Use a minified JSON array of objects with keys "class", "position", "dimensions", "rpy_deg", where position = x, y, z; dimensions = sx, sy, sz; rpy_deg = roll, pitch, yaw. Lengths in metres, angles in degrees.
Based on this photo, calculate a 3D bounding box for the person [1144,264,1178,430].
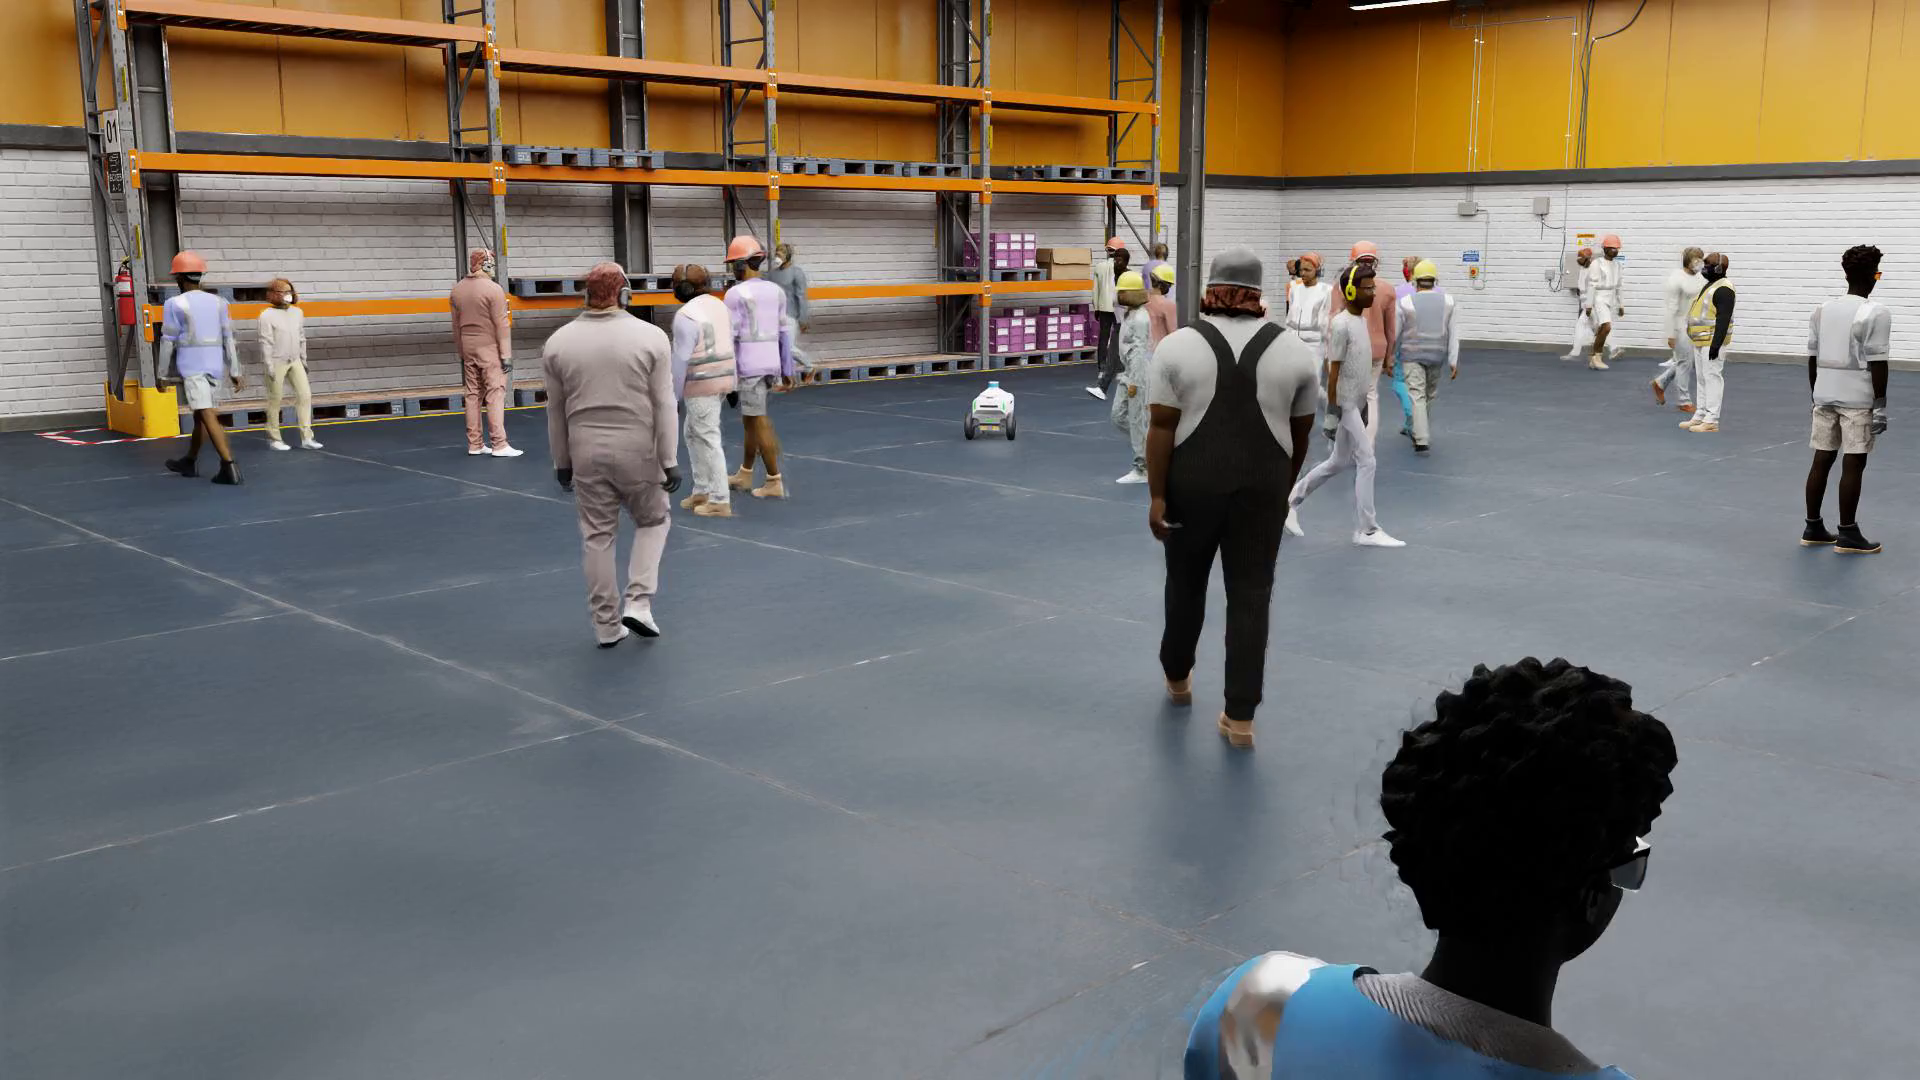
[{"class":"person","position":[1.877,-1.803,16.183],"dimensions":[0.567,1.733,0.442],"rpy_deg":[10,15,44]}]

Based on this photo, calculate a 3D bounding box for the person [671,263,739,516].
[{"class":"person","position":[-1.924,-1.078,12.010],"dimensions":[0.622,1.819,0.636],"rpy_deg":[3,11,17]}]

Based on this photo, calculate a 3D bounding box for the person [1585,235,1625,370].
[{"class":"person","position":[9.694,-3.537,24.864],"dimensions":[0.630,2.020,0.613],"rpy_deg":[-6,12,-31]}]

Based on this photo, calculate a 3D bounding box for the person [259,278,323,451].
[{"class":"person","position":[-6.274,-1.630,15.567],"dimensions":[0.661,1.610,0.545],"rpy_deg":[5,12,27]}]

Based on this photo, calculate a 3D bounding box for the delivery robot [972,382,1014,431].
[{"class":"delivery robot","position":[0.335,-1.344,16.672],"dimensions":[0.477,0.478,0.707],"rpy_deg":[2,10,8]}]

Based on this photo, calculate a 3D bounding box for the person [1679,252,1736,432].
[{"class":"person","position":[7.730,-2.034,17.176],"dimensions":[0.429,1.846,0.627],"rpy_deg":[1,10,7]}]

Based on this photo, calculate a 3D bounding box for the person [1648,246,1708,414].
[{"class":"person","position":[8.187,-2.395,18.999],"dimensions":[0.688,1.898,0.694],"rpy_deg":[-6,12,-31]}]

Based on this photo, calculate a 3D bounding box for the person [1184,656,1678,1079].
[{"class":"person","position":[0.480,0.918,1.509],"dimensions":[0.634,1.671,0.563],"rpy_deg":[-10,14,-43]}]

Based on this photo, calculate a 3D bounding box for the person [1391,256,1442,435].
[{"class":"person","position":[4.556,-1.923,16.629],"dimensions":[0.562,1.822,0.536],"rpy_deg":[-2,11,-11]}]

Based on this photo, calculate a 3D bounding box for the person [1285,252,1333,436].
[{"class":"person","position":[3.442,-1.852,16.135],"dimensions":[0.620,1.870,0.602],"rpy_deg":[-7,13,-34]}]

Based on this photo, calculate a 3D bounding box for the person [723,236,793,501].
[{"class":"person","position":[-1.670,-1.318,12.802],"dimensions":[0.870,2.008,0.634],"rpy_deg":[6,12,31]}]

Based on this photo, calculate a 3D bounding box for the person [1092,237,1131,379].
[{"class":"person","position":[2.170,-3.266,23.479],"dimensions":[0.625,1.992,0.389],"rpy_deg":[7,13,34]}]

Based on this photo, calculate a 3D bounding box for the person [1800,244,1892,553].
[{"class":"person","position":[5.696,-0.900,10.655],"dimensions":[0.363,1.966,0.610],"rpy_deg":[-3,11,-17]}]

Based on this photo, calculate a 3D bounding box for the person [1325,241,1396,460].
[{"class":"person","position":[3.565,-1.674,14.866],"dimensions":[0.689,1.968,0.491],"rpy_deg":[-2,11,-9]}]

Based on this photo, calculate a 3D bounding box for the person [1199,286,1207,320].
[{"class":"person","position":[3.561,-2.984,22.957],"dimensions":[0.523,1.617,0.397],"rpy_deg":[1,10,7]}]

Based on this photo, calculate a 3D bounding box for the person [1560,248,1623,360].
[{"class":"person","position":[10.292,-3.803,26.885],"dimensions":[0.953,1.836,0.582],"rpy_deg":[1,10,6]}]

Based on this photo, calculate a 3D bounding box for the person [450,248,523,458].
[{"class":"person","position":[-4.329,-1.704,15.223],"dimensions":[0.636,1.902,0.406],"rpy_deg":[6,12,30]}]

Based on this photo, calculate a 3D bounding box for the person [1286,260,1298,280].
[{"class":"person","position":[5.745,-3.911,28.032],"dimensions":[0.535,1.611,0.538],"rpy_deg":[2,11,13]}]

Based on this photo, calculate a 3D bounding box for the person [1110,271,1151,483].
[{"class":"person","position":[1.414,-1.320,13.580],"dimensions":[0.376,1.731,0.498],"rpy_deg":[-1,10,-8]}]

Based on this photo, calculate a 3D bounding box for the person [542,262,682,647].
[{"class":"person","position":[-1.691,-0.412,8.190],"dimensions":[0.676,1.890,0.431],"rpy_deg":[1,10,5]}]

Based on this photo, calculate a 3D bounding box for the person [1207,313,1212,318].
[{"class":"person","position":[2.558,-1.750,15.530],"dimensions":[0.961,1.881,0.604],"rpy_deg":[-9,13,-39]}]

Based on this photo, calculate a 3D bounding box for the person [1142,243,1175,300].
[{"class":"person","position":[3.054,-3.682,25.994],"dimensions":[0.634,1.916,0.881],"rpy_deg":[9,14,42]}]

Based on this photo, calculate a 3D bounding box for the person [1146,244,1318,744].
[{"class":"person","position":[1.100,-0.249,6.900],"dimensions":[0.696,2.000,0.989],"rpy_deg":[0,10,2]}]

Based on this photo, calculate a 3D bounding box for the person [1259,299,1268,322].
[{"class":"person","position":[2.884,-1.940,17.027],"dimensions":[0.519,1.716,0.958],"rpy_deg":[3,11,16]}]

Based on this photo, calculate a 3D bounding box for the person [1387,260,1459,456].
[{"class":"person","position":[4.288,-1.705,15.520],"dimensions":[0.619,1.782,0.941],"rpy_deg":[0,10,-1]}]

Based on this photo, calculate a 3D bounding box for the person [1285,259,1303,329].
[{"class":"person","position":[5.099,-3.344,24.754],"dimensions":[0.534,1.674,0.759],"rpy_deg":[-2,11,-12]}]

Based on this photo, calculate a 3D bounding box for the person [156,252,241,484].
[{"class":"person","position":[-6.270,-1.408,13.655],"dimensions":[0.998,1.885,0.587],"rpy_deg":[5,12,27]}]

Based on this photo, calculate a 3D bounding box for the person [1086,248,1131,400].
[{"class":"person","position":[1.986,-2.611,20.270],"dimensions":[1.046,1.853,0.605],"rpy_deg":[-7,12,-33]}]

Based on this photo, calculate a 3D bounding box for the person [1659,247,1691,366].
[{"class":"person","position":[11.292,-3.574,25.581],"dimensions":[0.806,1.849,0.519],"rpy_deg":[4,11,23]}]

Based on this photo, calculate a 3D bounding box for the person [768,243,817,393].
[{"class":"person","position":[-2.199,-2.851,21.419],"dimensions":[0.633,1.923,0.586],"rpy_deg":[10,14,43]}]

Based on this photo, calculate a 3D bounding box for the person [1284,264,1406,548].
[{"class":"person","position":[2.504,-0.886,10.938],"dimensions":[0.875,1.845,0.524],"rpy_deg":[6,12,29]}]
